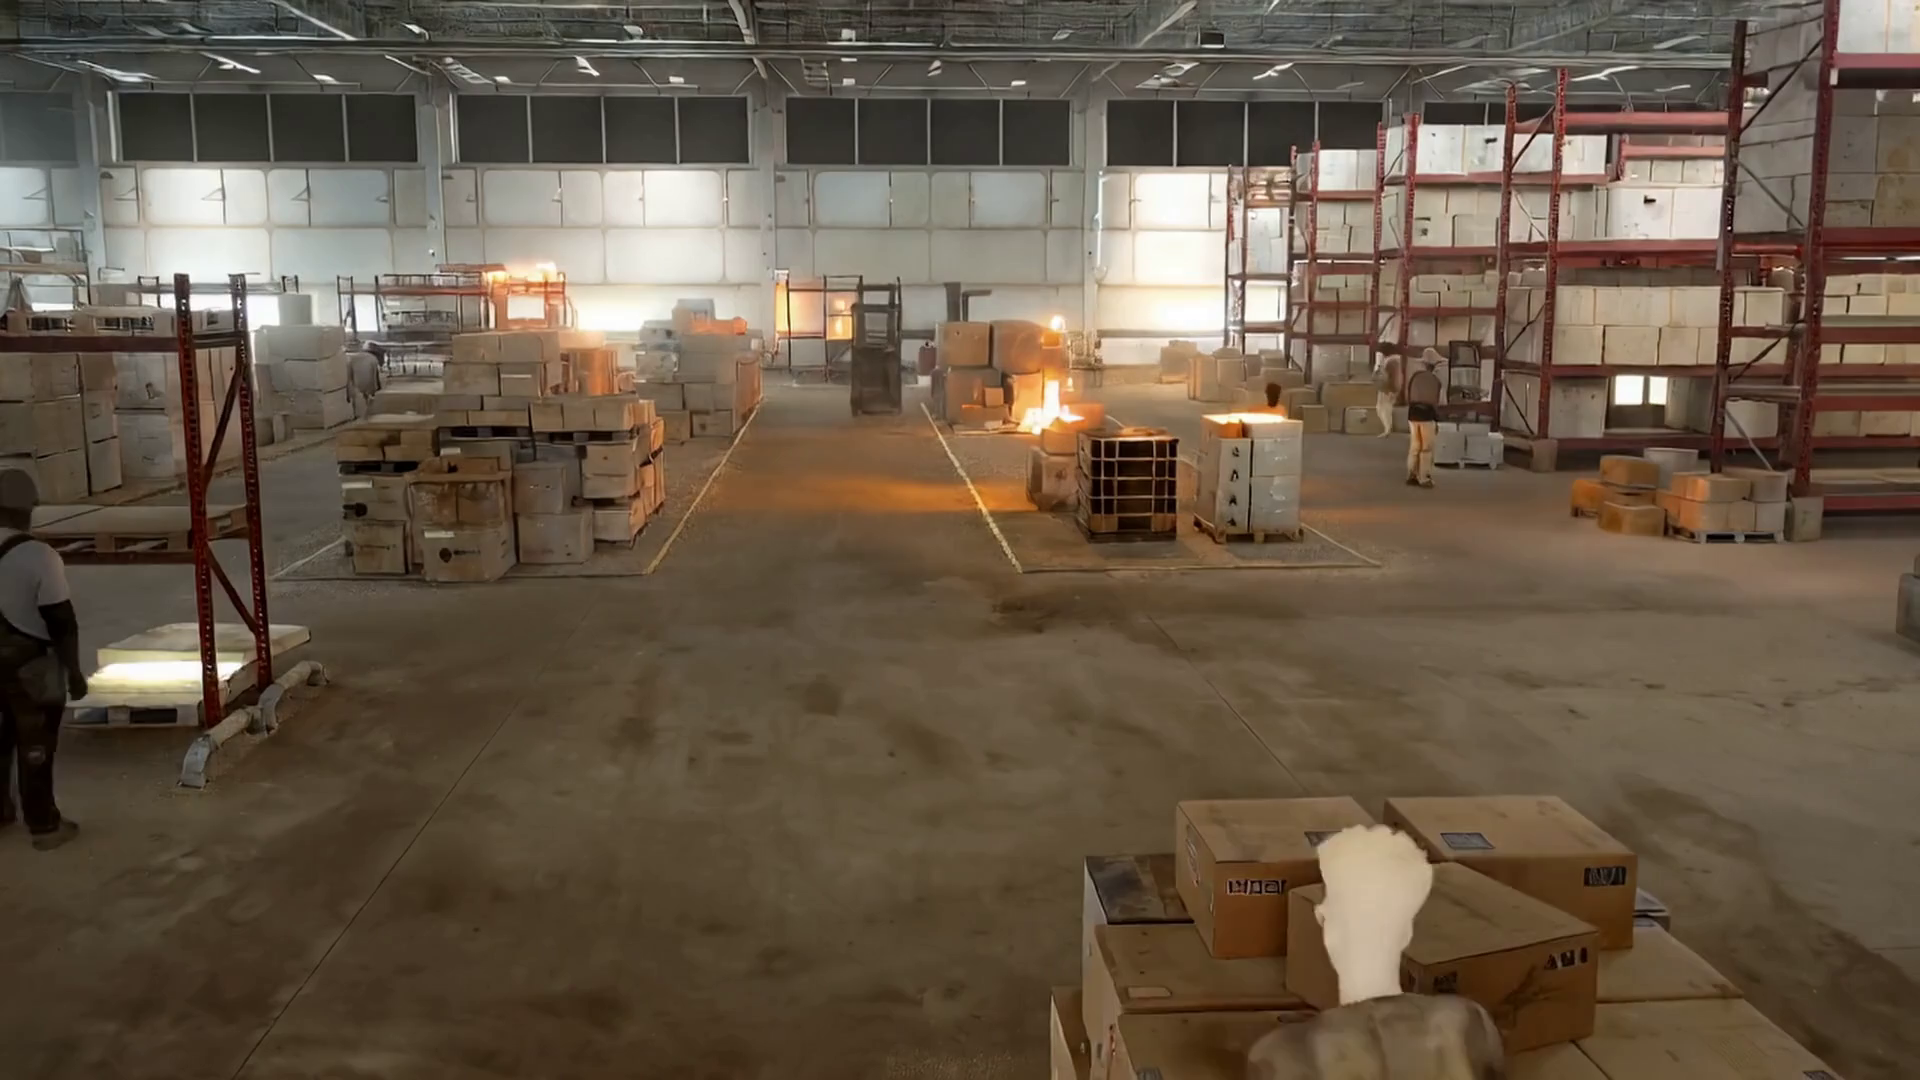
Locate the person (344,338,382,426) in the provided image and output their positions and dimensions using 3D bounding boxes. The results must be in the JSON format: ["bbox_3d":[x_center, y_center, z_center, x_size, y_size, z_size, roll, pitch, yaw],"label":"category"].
[{"bbox_3d":[-10.388,-2.546,28.964,0.630,1.938,0.369,-6,11,-35],"label":"person"}]

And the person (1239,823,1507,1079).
[{"bbox_3d":[0.814,1.537,3.356,0.629,1.931,0.766,-4,10,-26],"label":"person"}]

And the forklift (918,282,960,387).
[{"bbox_3d":[-0.197,-5.567,44.986,1.873,2.768,1.129,-1,9,-4],"label":"forklift"}]

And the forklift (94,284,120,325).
[{"bbox_3d":[-18.830,-4.285,36.934,1.873,2.768,1.129,-6,11,-32],"label":"forklift"}]

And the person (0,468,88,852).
[{"bbox_3d":[-4.957,0.620,8.767,0.732,2.000,0.543,1,9,9],"label":"person"}]

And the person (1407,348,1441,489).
[{"bbox_3d":[6.621,-1.727,23.652,0.398,1.991,0.620,-4,10,-24],"label":"person"}]

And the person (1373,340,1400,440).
[{"bbox_3d":[7.849,-2.749,30.568,0.448,1.832,0.651,0,9,2],"label":"person"}]

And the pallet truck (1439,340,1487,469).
[{"bbox_3d":[8.004,-2.170,26.422,0.823,1.965,1.885,2,9,14],"label":"pallet truck"}]

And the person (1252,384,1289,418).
[{"bbox_3d":[3.948,-1.172,21.211,0.534,1.650,0.878,-2,9,-12],"label":"person"}]

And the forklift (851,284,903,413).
[{"bbox_3d":[-1.864,-4.270,36.839,1.129,2.768,1.873,-1,9,-5],"label":"forklift"}]

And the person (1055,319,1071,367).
[{"bbox_3d":[2.580,-4.731,42.854,0.567,1.881,0.978,5,11,30],"label":"person"}]
